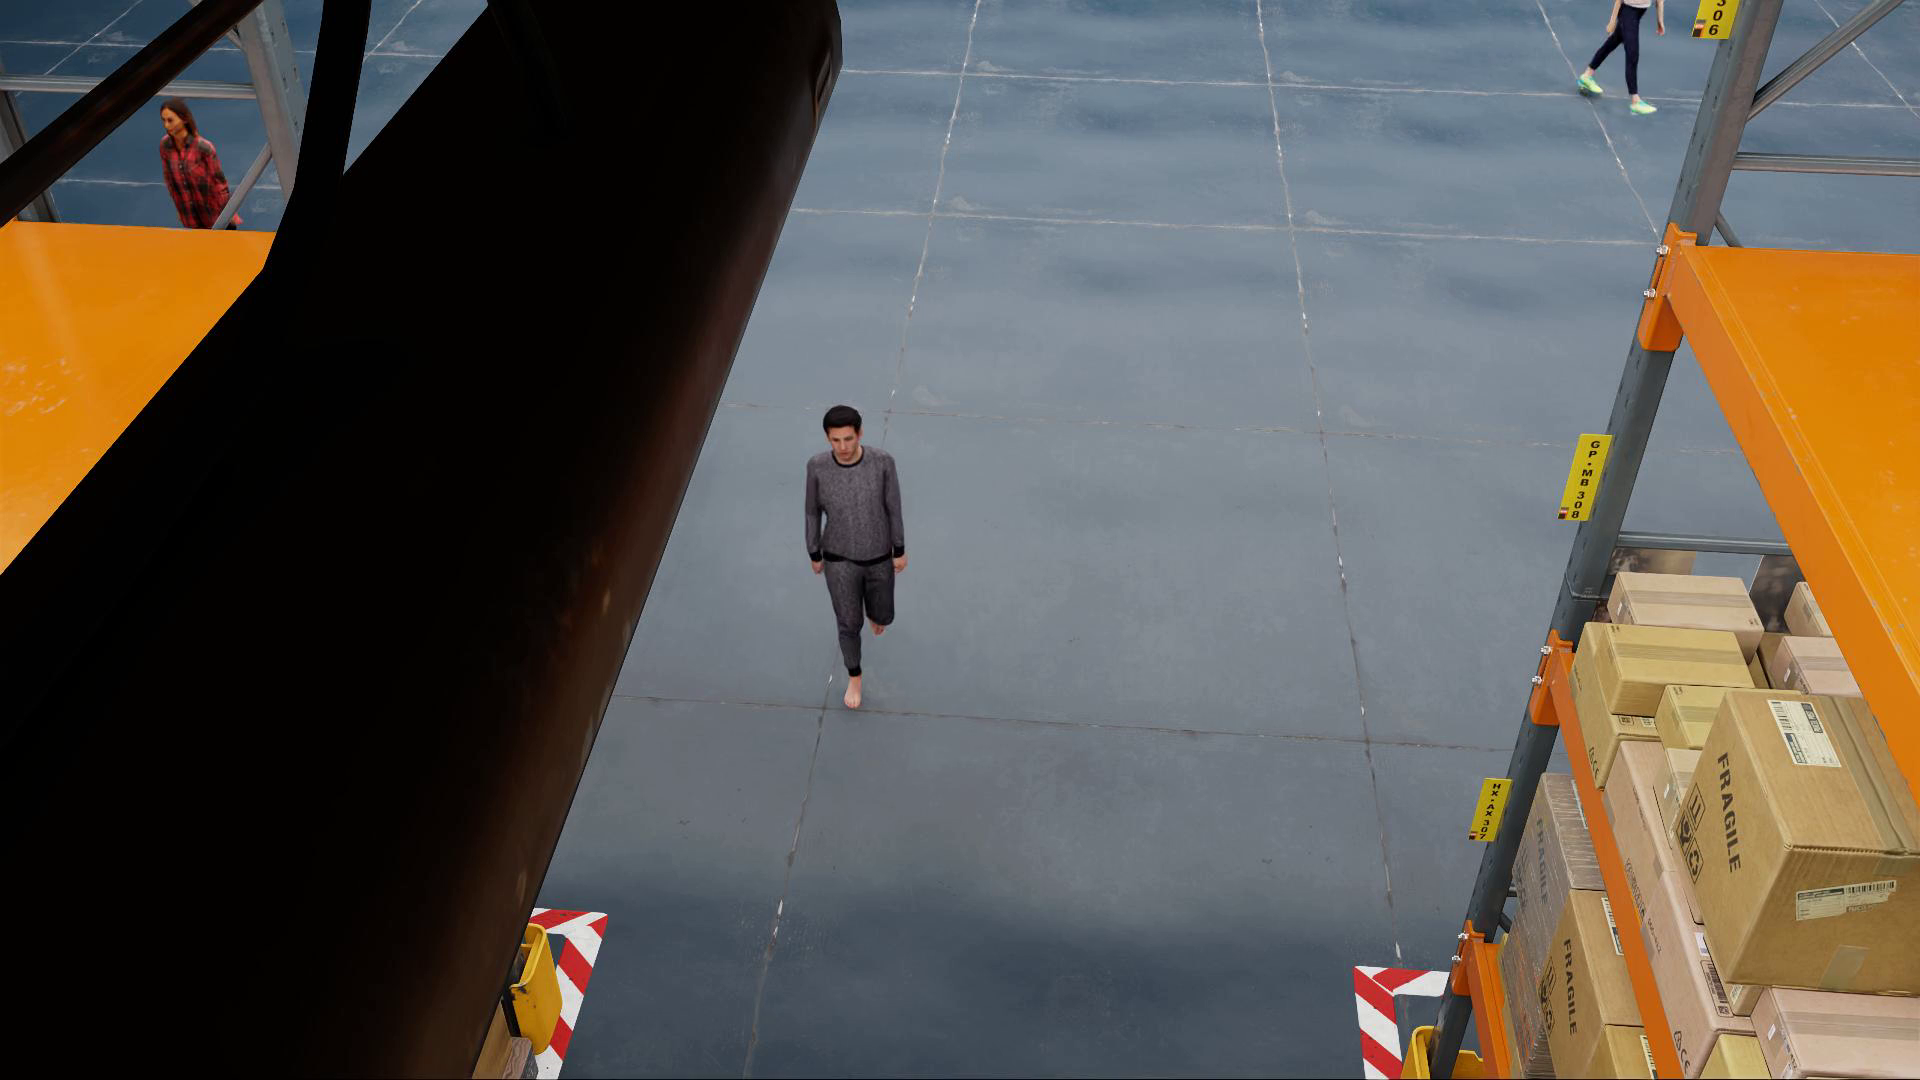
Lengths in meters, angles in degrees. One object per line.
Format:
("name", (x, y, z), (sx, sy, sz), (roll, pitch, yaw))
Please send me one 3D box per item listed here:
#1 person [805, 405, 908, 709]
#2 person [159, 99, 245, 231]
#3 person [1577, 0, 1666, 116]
("person", (-0.551, 0.023, 8.993), (0.789, 1.818, 0.970), (-3, 38, -3))
("person", (-5.542, -2.433, 12.225), (0.631, 1.702, 0.572), (7, 39, 8))
("person", (6.110, -4.818, 15.326), (1.073, 1.638, 1.260), (-20, 42, -24))
